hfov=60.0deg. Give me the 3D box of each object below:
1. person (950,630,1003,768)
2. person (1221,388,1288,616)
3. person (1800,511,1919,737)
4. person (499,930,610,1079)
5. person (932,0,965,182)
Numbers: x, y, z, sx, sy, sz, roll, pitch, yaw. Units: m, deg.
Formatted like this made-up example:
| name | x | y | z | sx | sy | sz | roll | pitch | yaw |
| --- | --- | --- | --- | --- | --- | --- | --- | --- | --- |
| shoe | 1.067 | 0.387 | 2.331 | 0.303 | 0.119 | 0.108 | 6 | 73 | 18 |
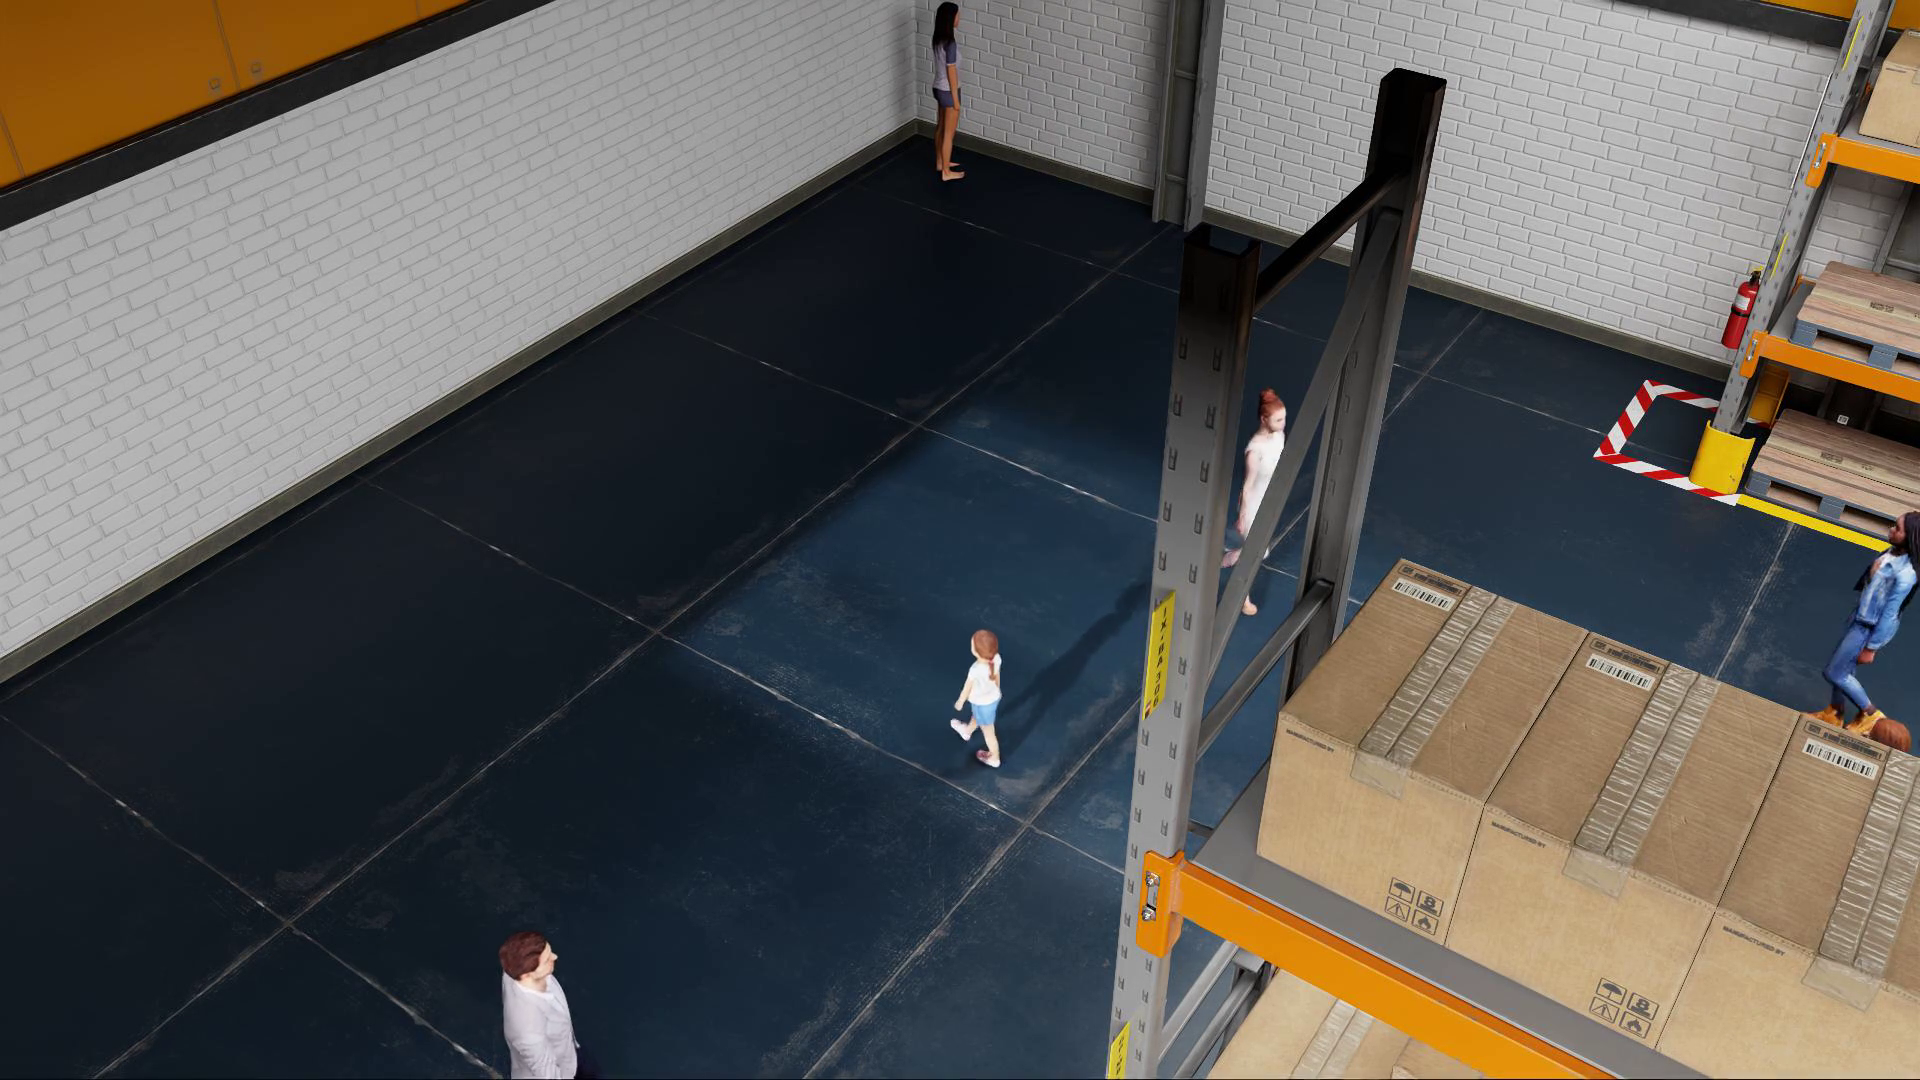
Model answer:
| name | x | y | z | sx | sy | sz | roll | pitch | yaw |
| --- | --- | --- | --- | --- | --- | --- | --- | --- | --- |
| person | 0.179 | 0.974 | 10.010 | 0.633 | 1.004 | 0.418 | 24 | 44 | 27 |
| person | 1.861 | -0.251 | 10.919 | 0.722 | 1.784 | 0.553 | 23 | 44 | 26 |
| person | 5.547 | 0.563 | 9.968 | 0.761 | 1.699 | 0.704 | 14 | 41 | 17 |
| person | -1.967 | 2.425 | 7.550 | 1.246 | 1.806 | 1.185 | -6 | 39 | -8 |
| person | -0.129 | -4.341 | 16.082 | 0.718 | 1.733 | 0.624 | -13 | 40 | -16 |
